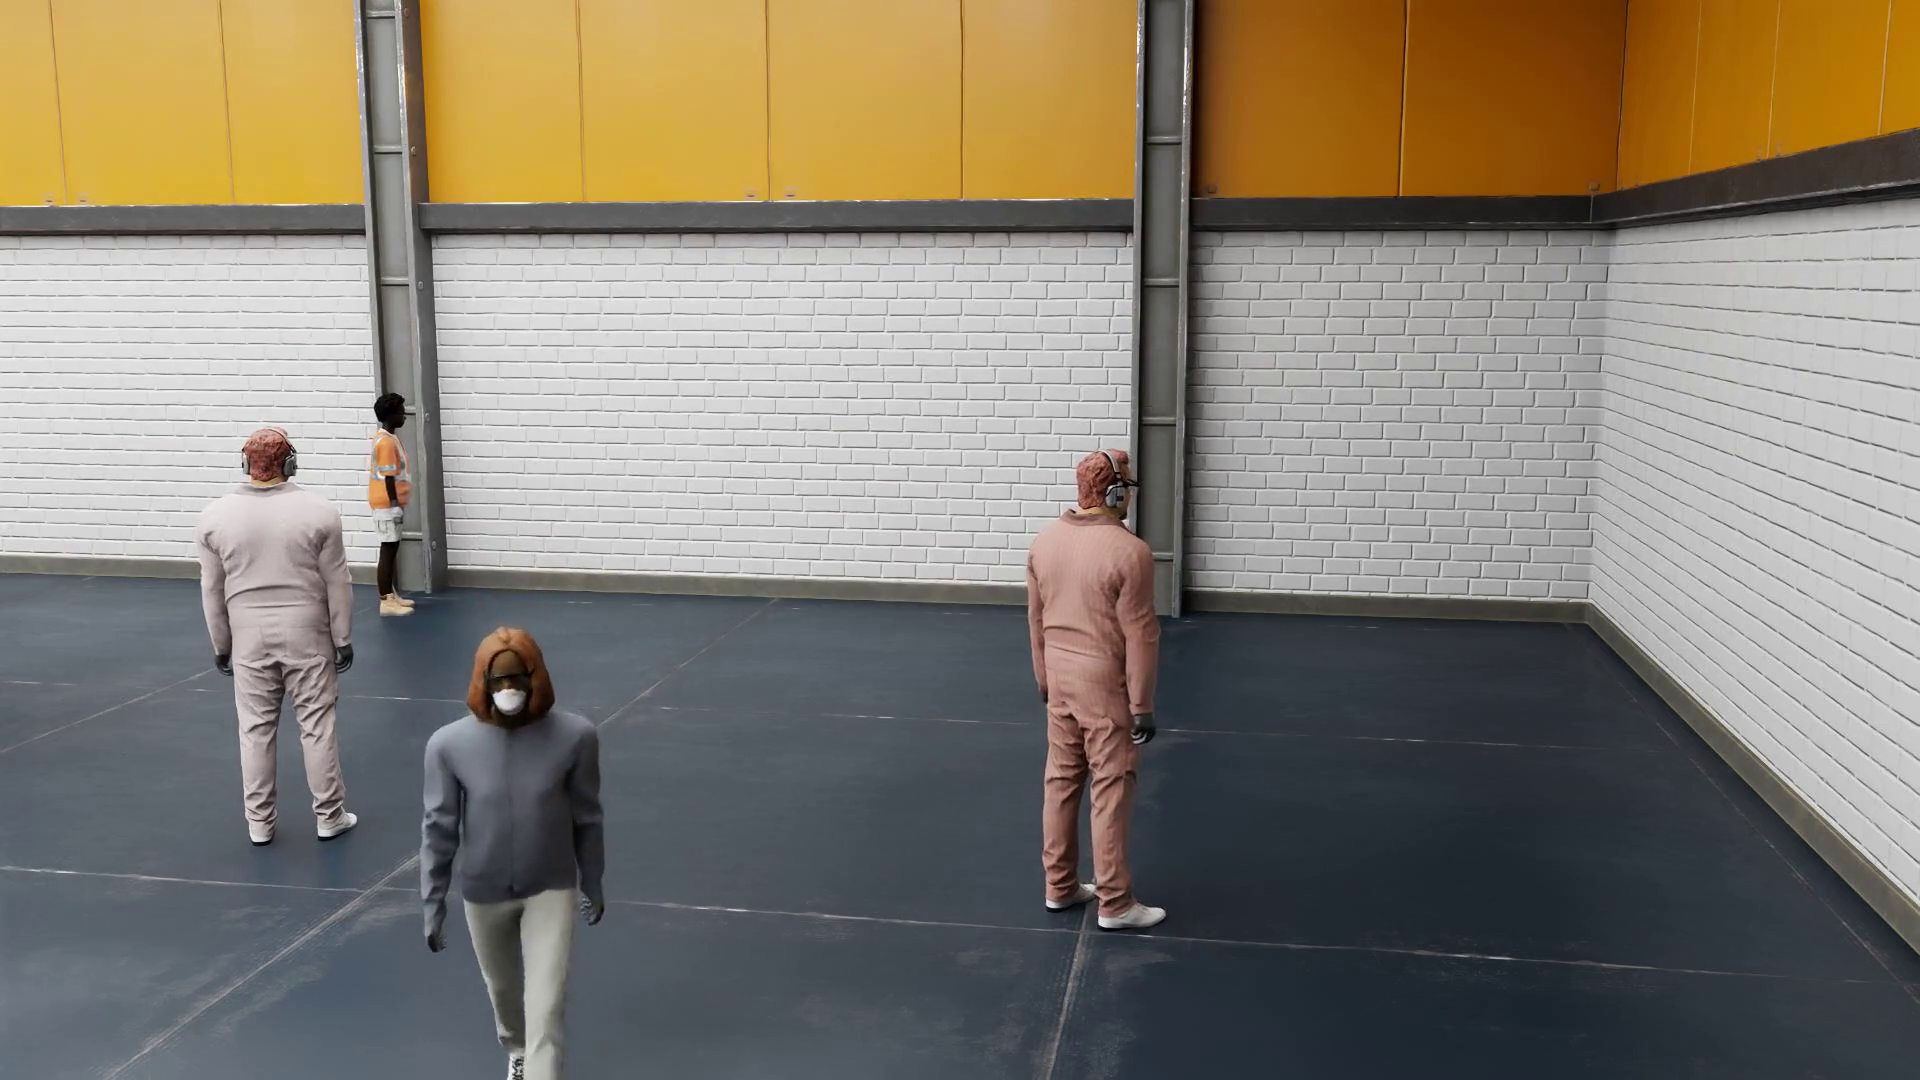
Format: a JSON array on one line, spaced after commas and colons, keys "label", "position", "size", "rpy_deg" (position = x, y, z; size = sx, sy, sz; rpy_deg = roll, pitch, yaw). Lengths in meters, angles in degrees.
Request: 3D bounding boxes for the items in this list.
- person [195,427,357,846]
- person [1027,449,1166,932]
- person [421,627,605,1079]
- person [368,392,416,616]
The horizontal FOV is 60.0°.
[{"label": "person", "position": [-3.074, 0.440, 7.552], "size": [0.639, 1.908, 0.409], "rpy_deg": [-2, 9, -10]}, {"label": "person", "position": [0.560, 0.588, 6.634], "size": [0.399, 1.909, 0.642], "rpy_deg": [-8, 12, -39]}, {"label": "person", "position": [-1.311, 1.021, 4.923], "size": [0.516, 1.596, 0.846], "rpy_deg": [-2, 9, -11]}, {"label": "person", "position": [-4.311, -0.271, 12.607], "size": [0.319, 1.694, 0.539], "rpy_deg": [-2, 9, -14]}]
